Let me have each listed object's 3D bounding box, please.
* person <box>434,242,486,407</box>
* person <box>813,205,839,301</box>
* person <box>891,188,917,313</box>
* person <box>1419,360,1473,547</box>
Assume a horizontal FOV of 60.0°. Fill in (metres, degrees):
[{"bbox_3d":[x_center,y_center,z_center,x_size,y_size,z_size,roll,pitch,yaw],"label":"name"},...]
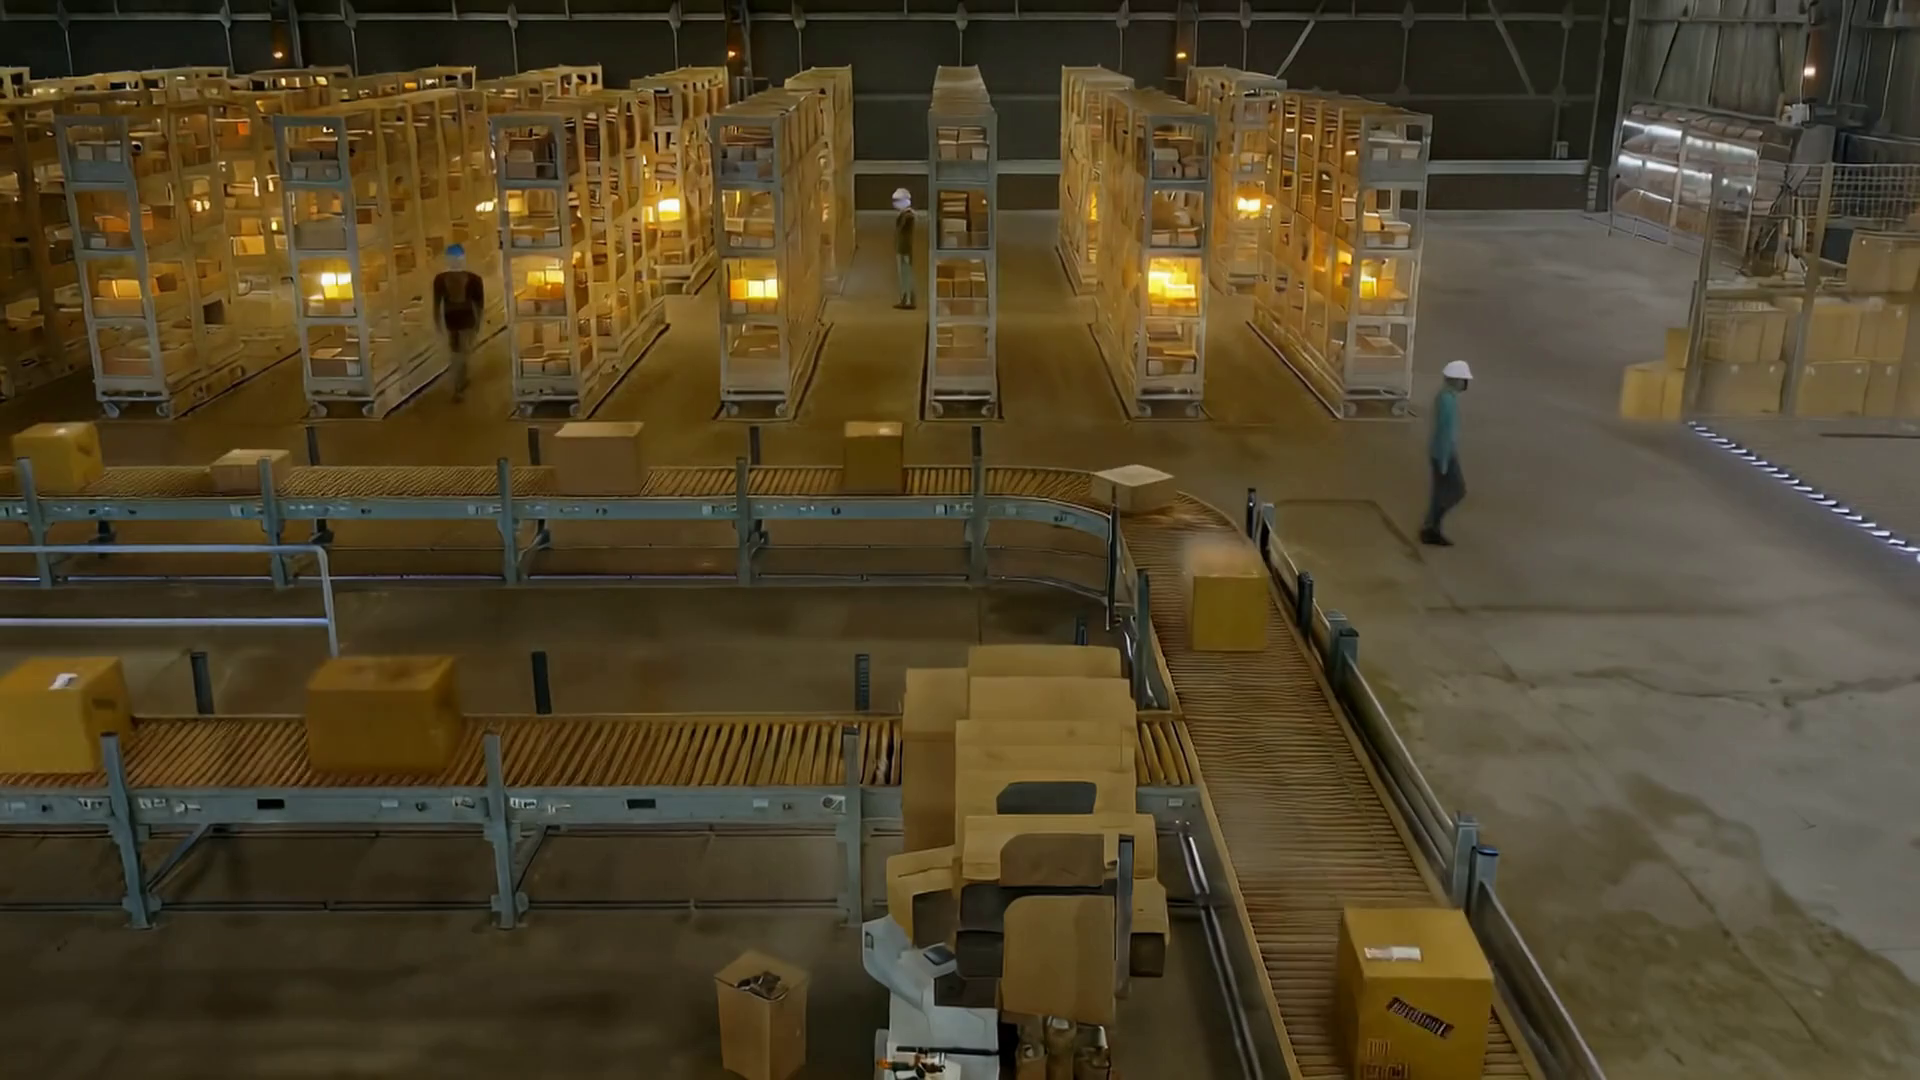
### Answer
[{"bbox_3d":[-6.198,-2.721,20.808,0.606,1.978,1.012,1,18,4],"label":"person"},{"bbox_3d":[-2.514,-4.855,27.665,0.866,1.814,0.572,3,18,9],"label":"person"},{"bbox_3d":[-0.900,-4.677,26.833,0.392,1.988,0.608,-7,19,-20],"label":"person"},{"bbox_3d":[4.462,-0.781,15.189,0.364,1.754,0.544,3,18,10],"label":"person"}]
